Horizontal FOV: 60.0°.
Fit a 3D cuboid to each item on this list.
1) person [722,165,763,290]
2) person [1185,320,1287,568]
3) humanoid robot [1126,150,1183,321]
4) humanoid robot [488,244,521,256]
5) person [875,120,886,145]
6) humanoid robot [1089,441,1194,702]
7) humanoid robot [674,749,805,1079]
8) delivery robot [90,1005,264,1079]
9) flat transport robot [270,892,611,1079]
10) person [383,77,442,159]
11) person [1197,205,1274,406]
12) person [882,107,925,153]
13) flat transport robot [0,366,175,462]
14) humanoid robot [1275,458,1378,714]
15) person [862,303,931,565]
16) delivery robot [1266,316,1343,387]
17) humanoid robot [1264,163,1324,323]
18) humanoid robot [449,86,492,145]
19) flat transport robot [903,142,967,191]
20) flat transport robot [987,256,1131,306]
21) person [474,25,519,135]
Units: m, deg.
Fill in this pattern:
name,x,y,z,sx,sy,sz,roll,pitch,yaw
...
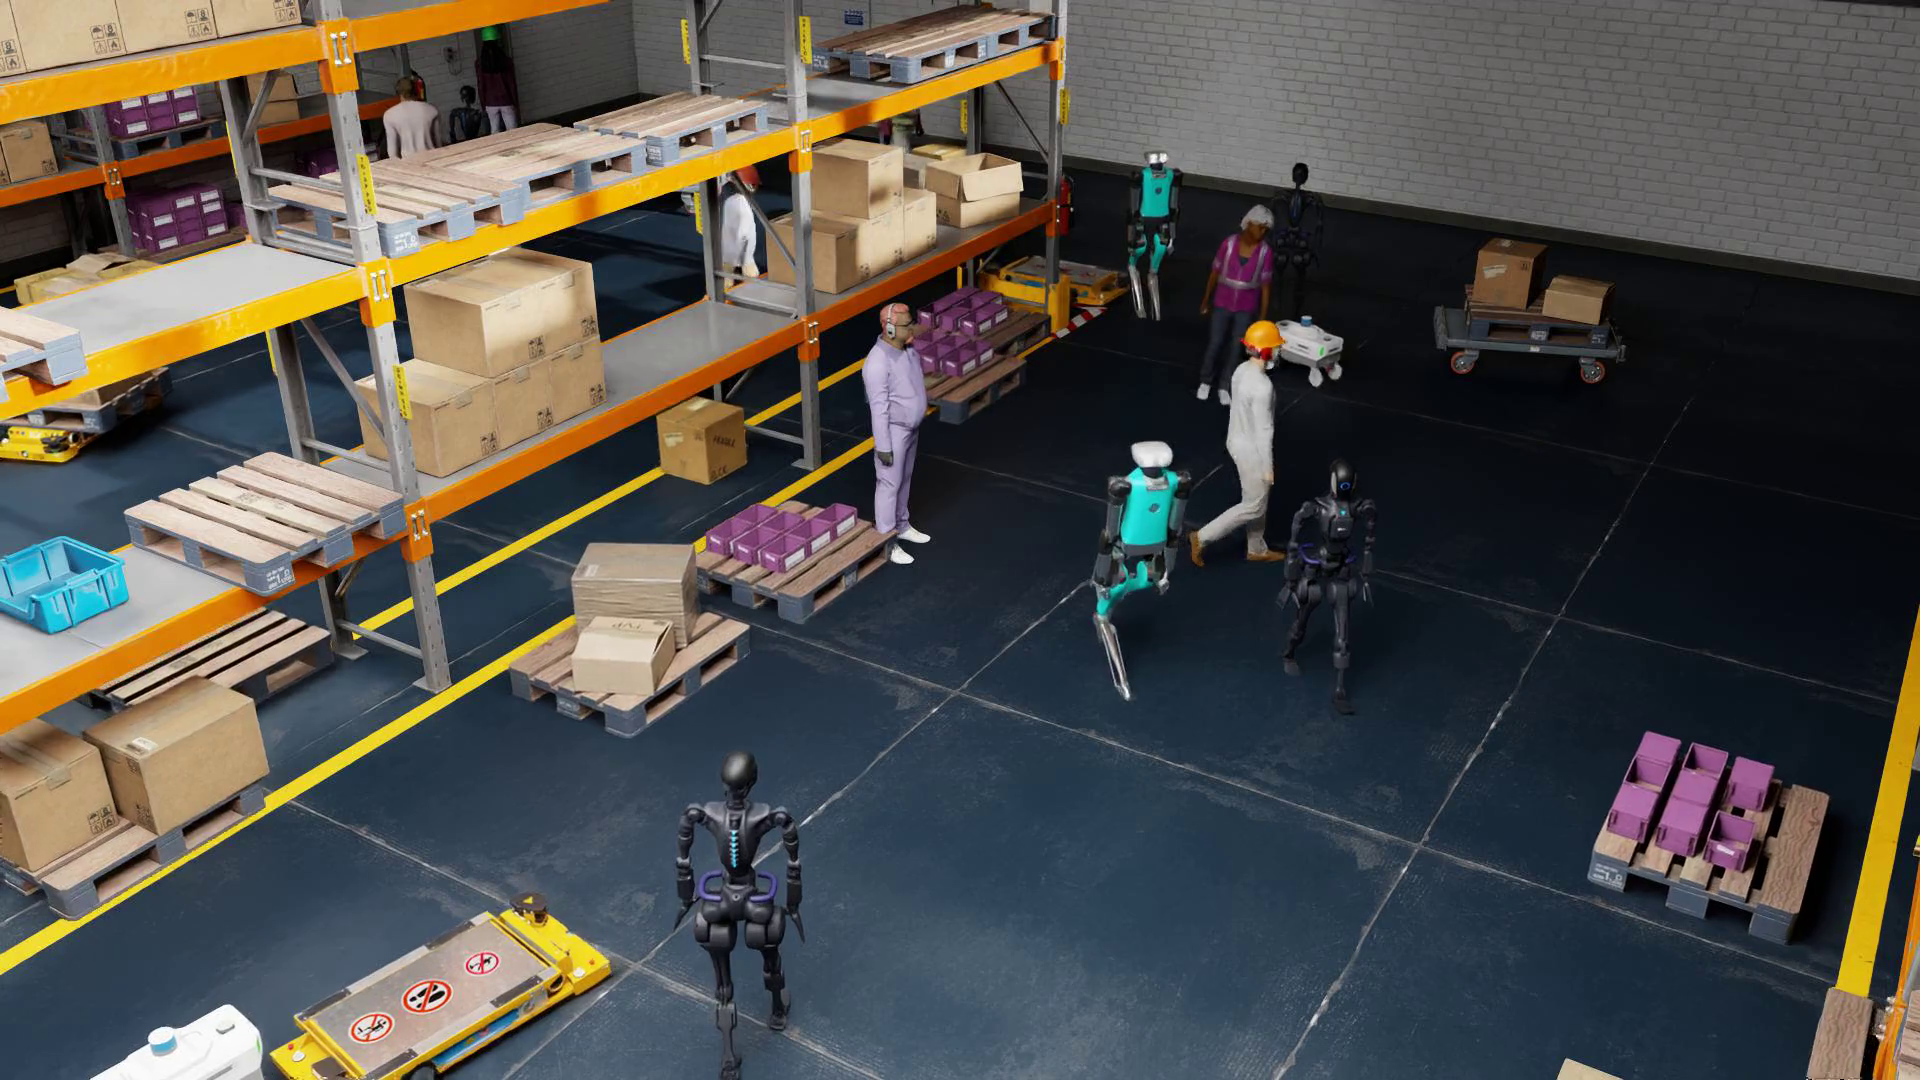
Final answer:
name,x,y,z,sx,sy,sz,roll,pitch,yaw
person,-2.168,-2.763,16.058,0.900,1.698,0.575,-13,30,-24
person,1.999,-0.635,11.680,0.723,1.875,0.582,-2,27,-4
humanoid robot,1.846,-3.010,16.557,0.532,1.845,0.695,-6,27,-11
humanoid robot,-3.628,-1.716,14.018,0.530,1.774,1.018,4,27,8
person,-0.957,-5.339,21.206,0.268,1.632,0.503,8,28,15
humanoid robot,1.002,0.078,10.445,0.558,1.768,0.970,-8,28,-16
humanoid robot,-0.995,1.637,7.448,0.600,1.639,0.610,-1,27,-1
delivery robot,-3.408,2.378,7.199,0.499,0.598,0.798,21,34,36
flat transport robot,-2.437,2.196,7.870,0.659,0.231,1.431,23,35,38
person,-6.158,-4.297,18.884,0.617,1.883,0.999,-9,28,-18
person,2.403,-2.050,14.535,0.610,1.809,0.352,6,27,11
person,-0.631,-5.053,20.463,0.852,1.796,0.636,11,29,20
flat transport robot,-7.541,-1.043,14.253,0.659,0.231,1.431,5,27,9
humanoid robot,2.257,0.224,10.253,0.613,1.622,0.780,-4,27,-7
person,-0.432,-0.778,11.919,0.411,1.913,0.640,9,28,17
delivery robot,3.165,-1.776,15.402,0.499,0.613,0.811,-20,33,-34
humanoid robot,3.259,-2.875,16.356,0.608,1.642,0.665,6,27,11
humanoid robot,-5.726,-4.536,19.619,0.586,1.628,0.751,6,27,11
flat transport robot,-0.185,-3.650,19.390,1.431,0.231,0.659,22,34,36
flat transport robot,1.031,-2.758,17.633,1.431,0.231,0.659,16,31,28
person,-5.922,-5.594,21.368,0.489,1.949,0.421,-6,27,-11
